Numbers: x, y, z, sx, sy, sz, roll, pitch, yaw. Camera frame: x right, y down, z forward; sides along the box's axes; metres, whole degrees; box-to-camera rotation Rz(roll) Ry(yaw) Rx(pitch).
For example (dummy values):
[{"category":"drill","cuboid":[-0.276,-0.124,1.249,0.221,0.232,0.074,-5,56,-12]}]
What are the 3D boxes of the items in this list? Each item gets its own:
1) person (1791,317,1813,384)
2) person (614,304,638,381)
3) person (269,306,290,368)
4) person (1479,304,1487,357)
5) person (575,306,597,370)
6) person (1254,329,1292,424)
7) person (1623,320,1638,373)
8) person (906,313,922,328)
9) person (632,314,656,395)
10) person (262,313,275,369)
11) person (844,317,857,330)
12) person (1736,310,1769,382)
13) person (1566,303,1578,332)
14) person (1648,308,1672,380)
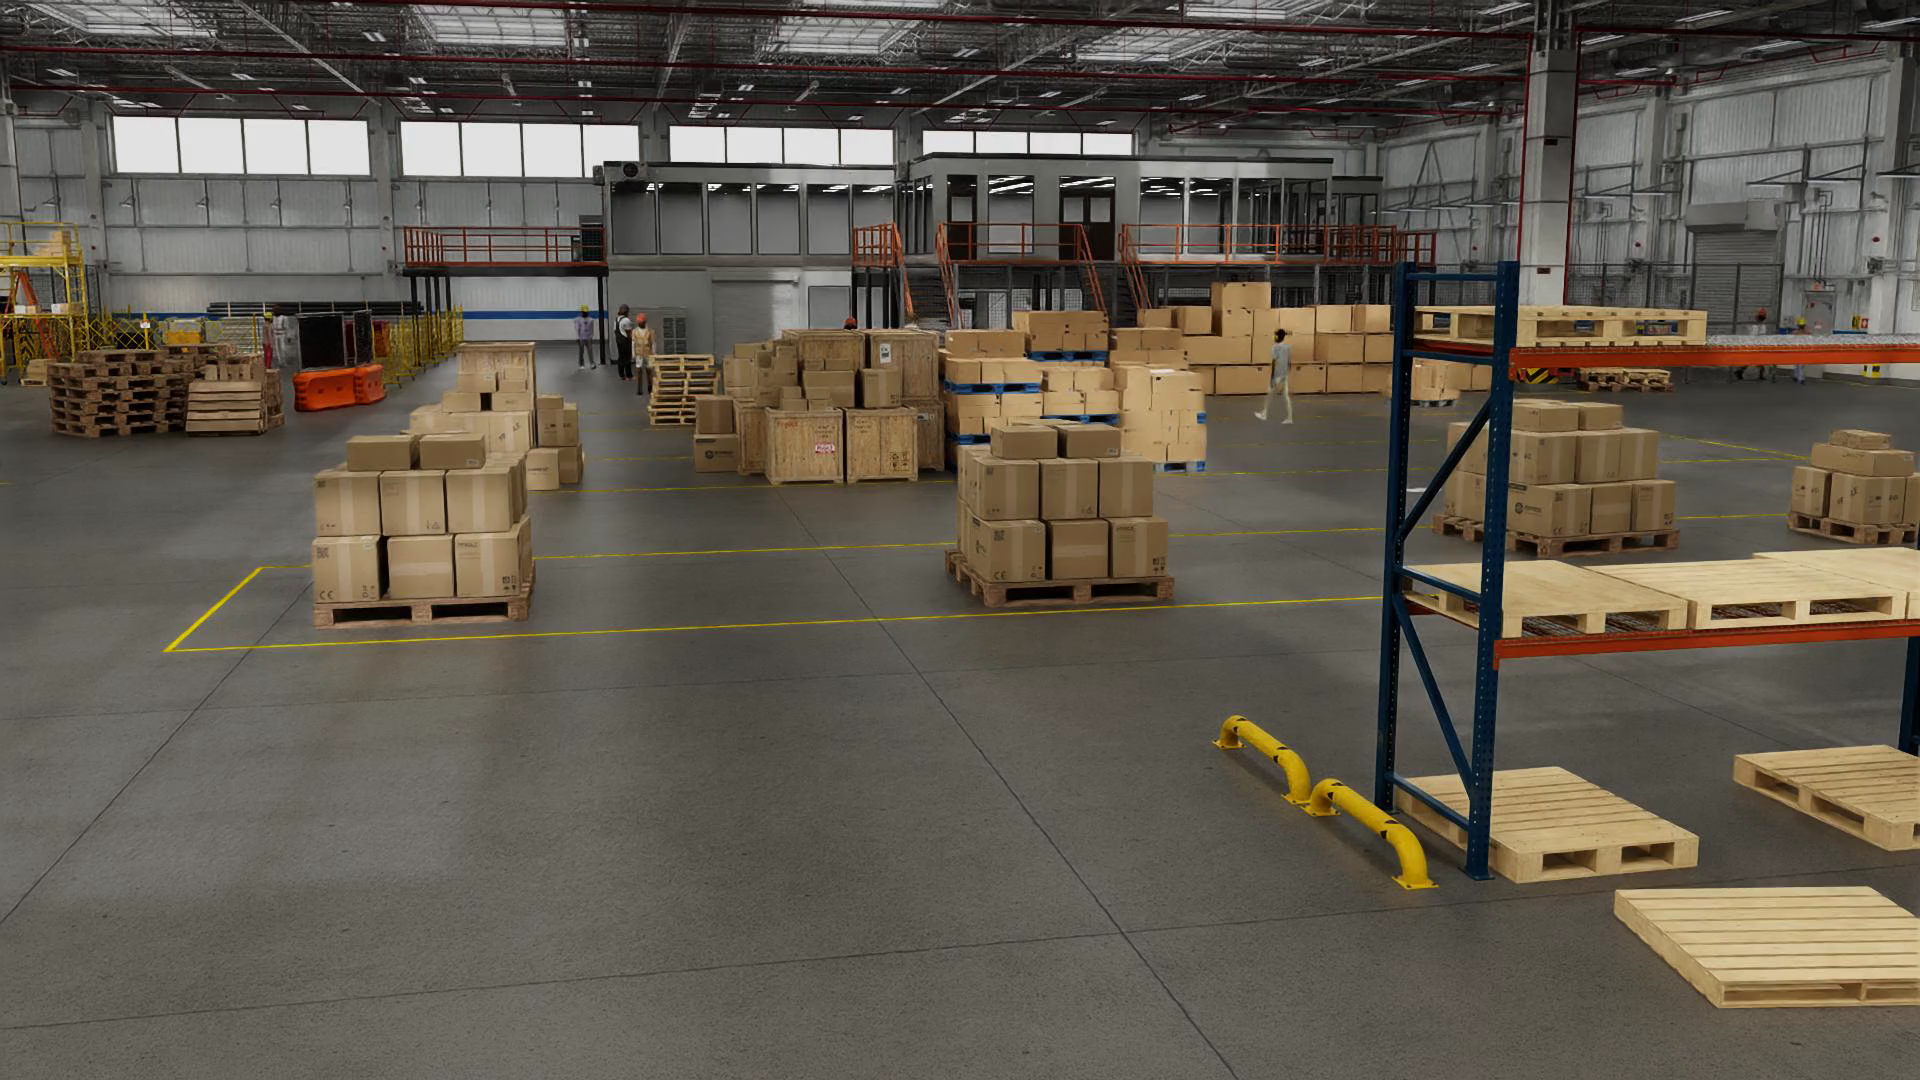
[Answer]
[{"category":"person","cuboid":[21.723,-4.901,42.990,0.550,1.726,0.809,1,9,8]},{"category":"person","cuboid":[-8.852,-5.246,44.155,0.537,2.000,0.683,-9,13,-42]},{"category":"person","cuboid":[-20.318,-6.031,49.506,0.601,1.847,0.846,-1,9,-4]},{"category":"person","cuboid":[14.319,-5.470,45.653,0.379,1.996,0.608,0,9,-2]},{"category":"person","cuboid":[-10.990,-5.929,48.818,0.596,1.874,0.994,-5,11,-28]},{"category":"person","cuboid":[6.106,-3.152,32.058,0.554,1.819,0.971,-5,11,-27]},{"category":"person","cuboid":[18.382,-5.365,45.585,0.670,1.810,0.640,6,11,31]},{"category":"person","cuboid":[-1.195,-4.558,40.353,0.803,1.912,0.621,-6,11,-34]},{"category":"person","cuboid":[-7.479,-4.384,39.389,0.566,1.908,0.653,-1,9,-8]},{"category":"person","cuboid":[-19.072,-5.396,45.934,0.348,1.756,0.518,-8,12,-41]},{"category":"person","cuboid":[-2.111,-3.303,32.301,0.608,2.044,0.370,0,9,-1]},{"category":"person","cuboid":[20.917,-5.097,43.707,0.791,1.903,0.554,-2,10,-13]},{"category":"person","cuboid":[17.989,-6.048,49.320,0.605,1.949,0.401,1,9,9]},{"category":"person","cuboid":[18.617,-5.206,44.252,0.590,1.927,0.367,2,9,9]}]
